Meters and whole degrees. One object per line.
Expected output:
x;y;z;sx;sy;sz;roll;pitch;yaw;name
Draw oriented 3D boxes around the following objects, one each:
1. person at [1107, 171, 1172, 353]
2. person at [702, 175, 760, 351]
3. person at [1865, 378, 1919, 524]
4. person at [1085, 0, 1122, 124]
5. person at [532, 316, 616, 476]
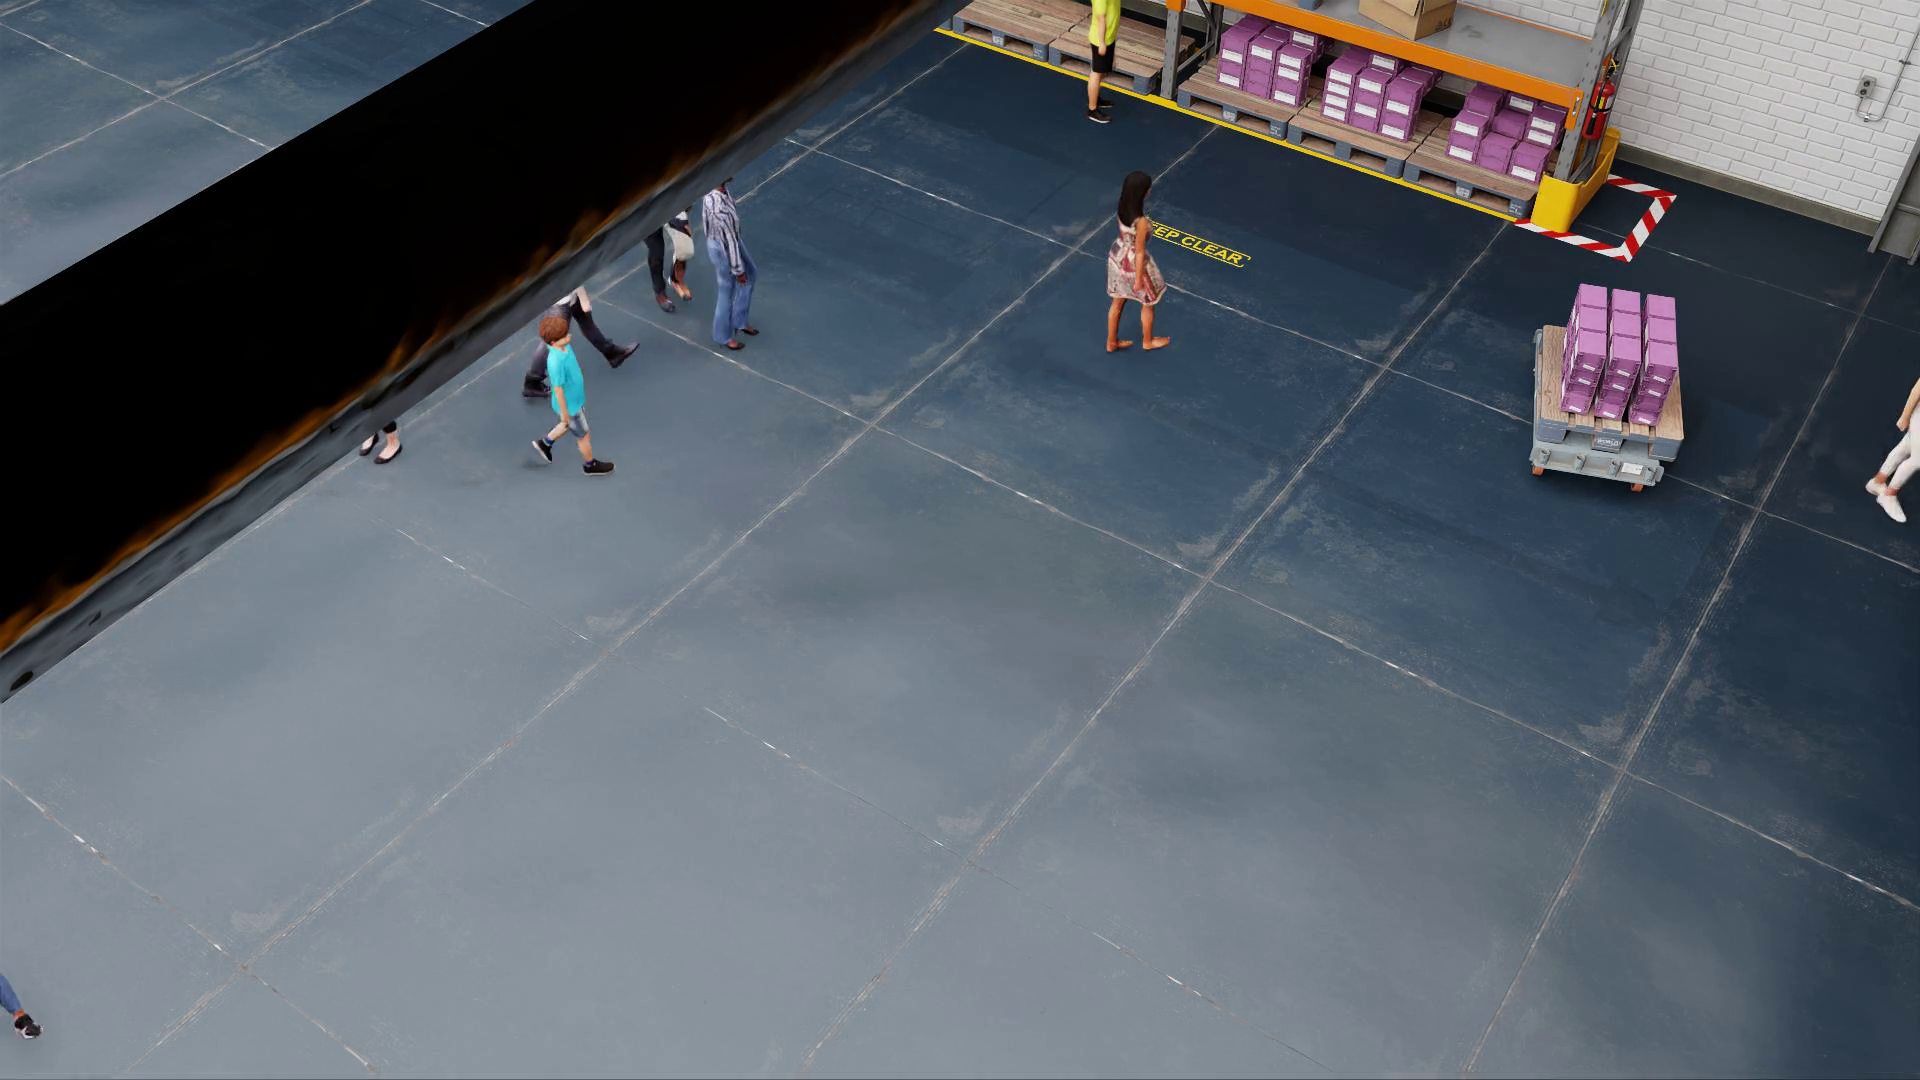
1.286;-2.166;13.214;0.910;1.633;0.860;-16;46;-16;person
-1.944;-2.242;13.187;0.863;1.780;0.805;-6;44;-6;person
6.874;-0.966;11.896;0.725;1.714;0.775;-22;48;-21;person
1.375;-4.889;16.018;0.667;1.707;0.698;7;44;7;person
-2.934;-1.054;12.189;0.910;1.436;0.815;-2;44;-2;person
